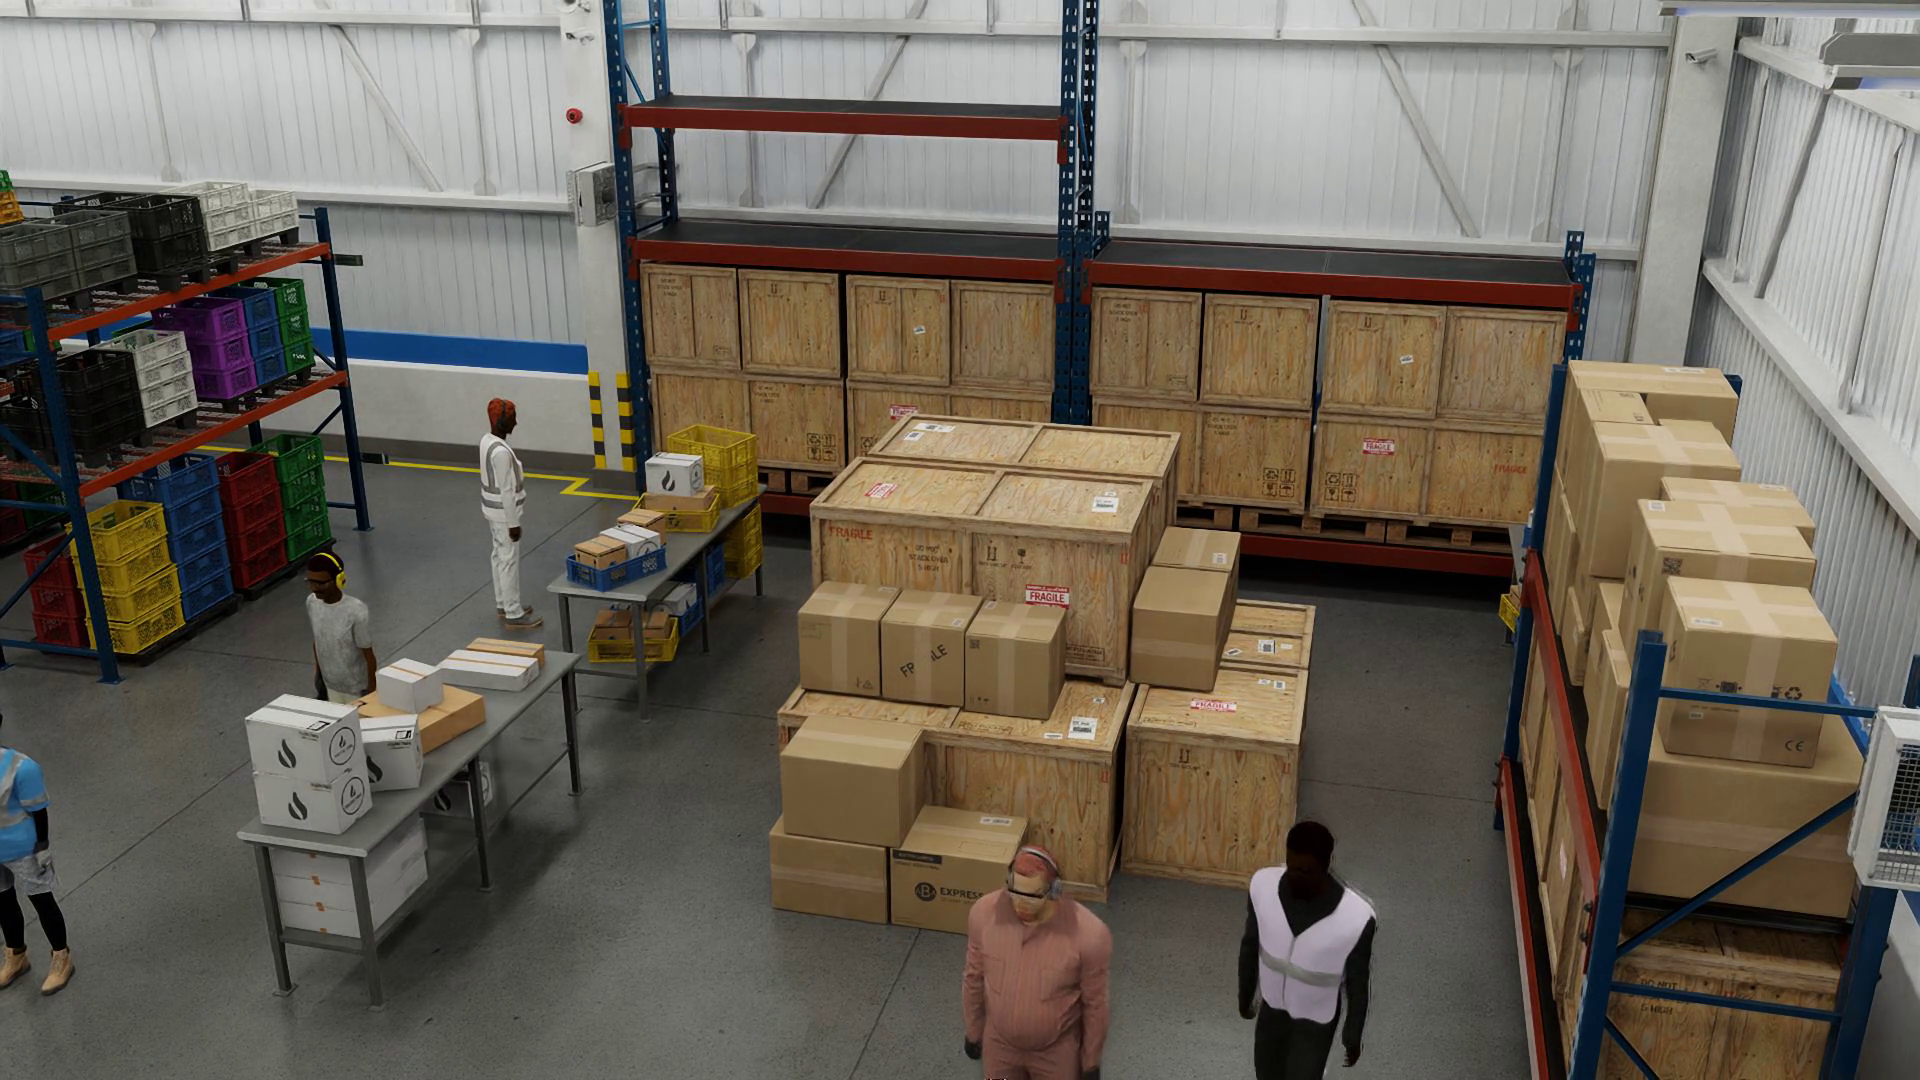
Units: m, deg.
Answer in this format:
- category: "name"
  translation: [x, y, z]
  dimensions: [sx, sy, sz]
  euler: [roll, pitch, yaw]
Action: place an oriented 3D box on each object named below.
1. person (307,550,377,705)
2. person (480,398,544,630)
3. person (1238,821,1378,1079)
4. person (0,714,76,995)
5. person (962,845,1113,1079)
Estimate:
- category: "person"
  translation: [-3.828, 0.930, 10.371]
  dimensions: [0.519, 1.862, 0.317]
  euler: [11, 24, 27]
- category: "person"
  translation: [-3.637, -0.217, 13.332]
  dimensions: [0.362, 1.884, 0.576]
  euler: [-10, 23, -24]
- category: "person"
  translation: [1.531, 2.046, 7.401]
  dimensions: [0.606, 1.896, 0.789]
  euler: [15, 25, 34]
- category: "person"
  translation: [-5.040, 1.619, 8.786]
  dimensions: [0.540, 1.697, 0.316]
  euler: [3, 21, 7]
- category: "person"
  translation: [0.311, 2.148, 7.133]
  dimensions: [0.659, 1.899, 0.396]
  euler: [8, 22, 19]
